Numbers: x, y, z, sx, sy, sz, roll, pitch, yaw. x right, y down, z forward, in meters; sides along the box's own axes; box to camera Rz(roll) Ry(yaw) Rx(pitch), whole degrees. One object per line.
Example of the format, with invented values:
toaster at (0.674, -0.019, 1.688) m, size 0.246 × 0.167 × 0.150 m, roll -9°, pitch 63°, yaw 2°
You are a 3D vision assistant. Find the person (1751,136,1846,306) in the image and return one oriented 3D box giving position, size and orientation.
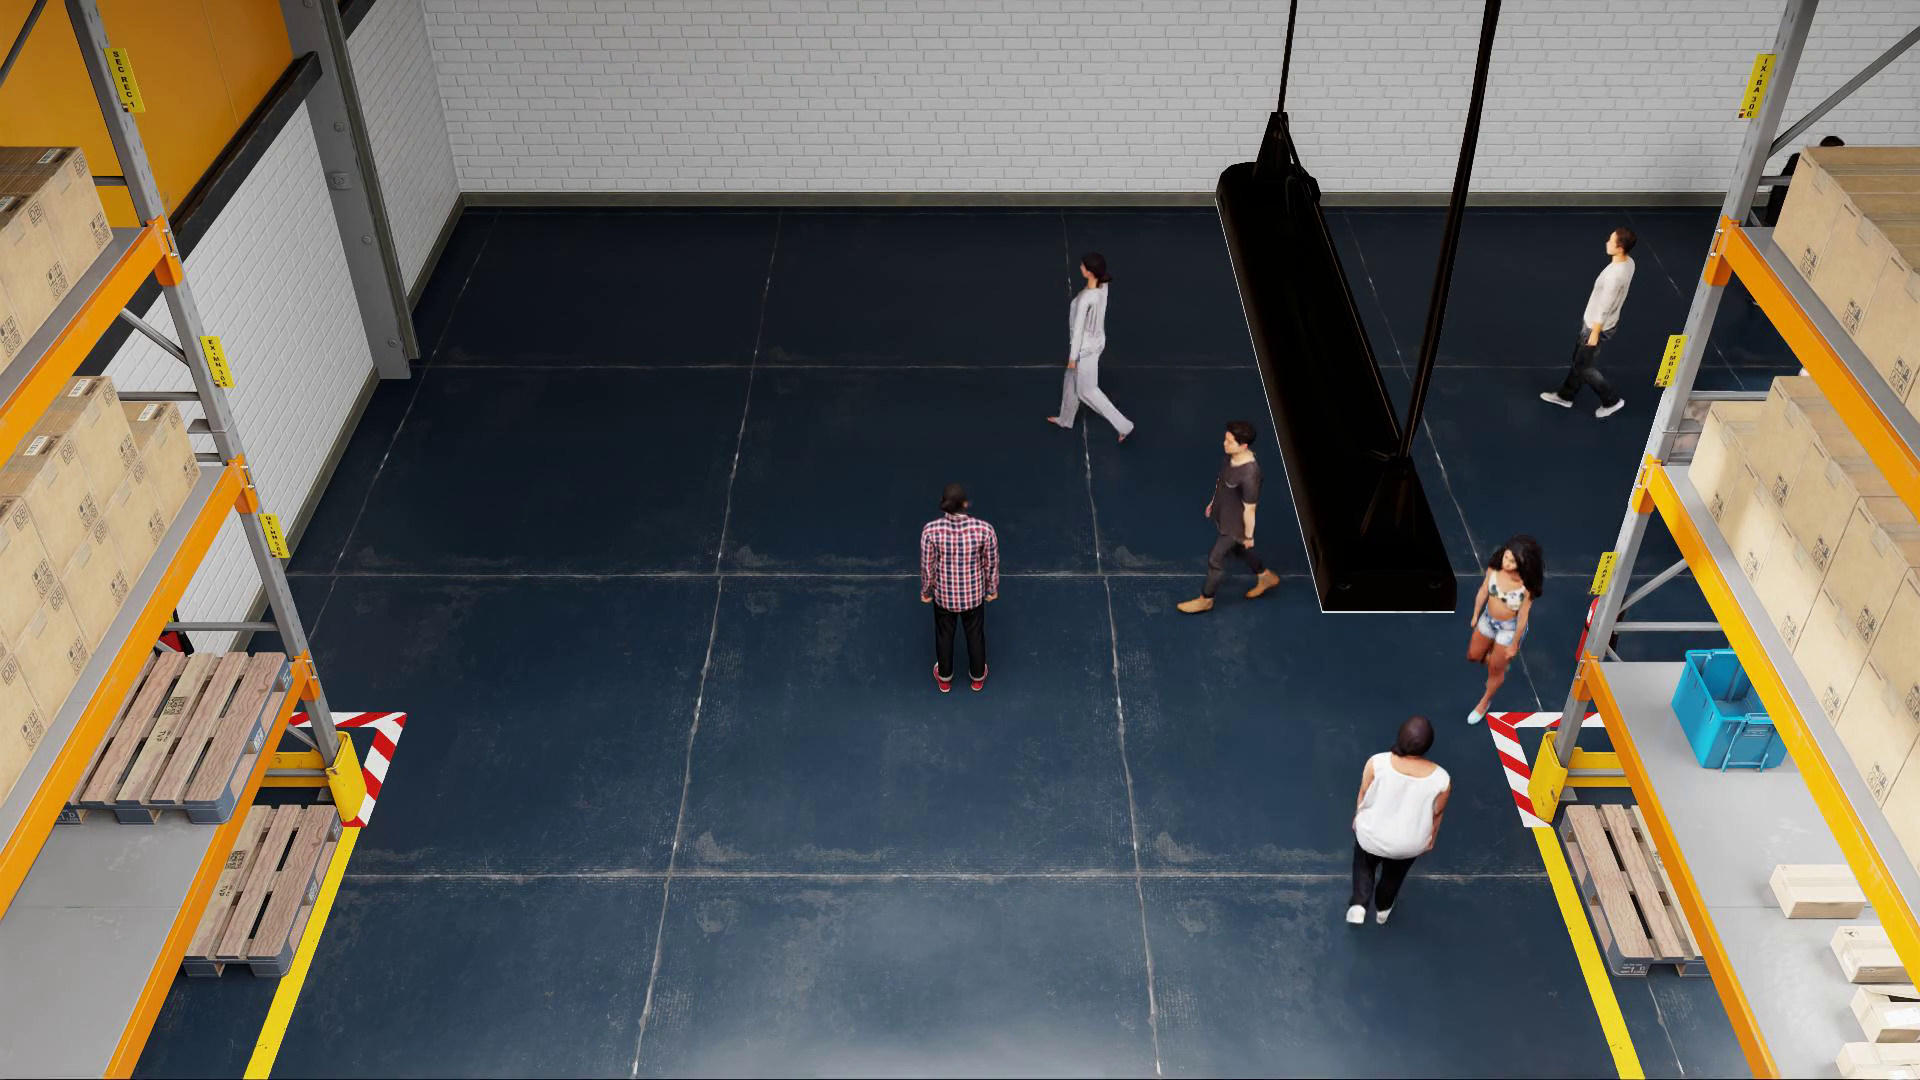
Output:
person at (7.823, -3.017, 15.676) m, size 0.767 × 1.781 × 0.838 m, roll 21°, pitch 43°, yaw 24°

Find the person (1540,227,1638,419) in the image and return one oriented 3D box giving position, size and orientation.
person at (5.515, -1.822, 14.165) m, size 0.985 × 1.799 × 1.002 m, roll 19°, pitch 43°, yaw 23°

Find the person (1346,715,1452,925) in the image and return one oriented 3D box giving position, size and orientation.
person at (2.546, 1.719, 9.829) m, size 0.779 × 1.677 × 0.849 m, roll 13°, pitch 40°, yaw 16°

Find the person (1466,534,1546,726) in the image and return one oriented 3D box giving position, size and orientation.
person at (3.733, 0.583, 11.305) m, size 0.825 × 1.610 × 0.780 m, roll -27°, pitch 46°, yaw -30°

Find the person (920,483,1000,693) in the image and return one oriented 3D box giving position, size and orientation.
person at (-0.011, 0.332, 11.498) m, size 0.705 × 1.760 × 0.575 m, roll -2°, pitch 39°, yaw -3°

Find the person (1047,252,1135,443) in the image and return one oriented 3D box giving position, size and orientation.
person at (1.146, -1.576, 13.900) m, size 0.978 × 1.745 × 1.075 m, roll 18°, pitch 42°, yaw 21°

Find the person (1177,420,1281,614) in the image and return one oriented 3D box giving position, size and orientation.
person at (2.087, -0.184, 12.199) m, size 0.721 × 1.693 × 0.986 m, roll -2°, pitch 39°, yaw -3°
